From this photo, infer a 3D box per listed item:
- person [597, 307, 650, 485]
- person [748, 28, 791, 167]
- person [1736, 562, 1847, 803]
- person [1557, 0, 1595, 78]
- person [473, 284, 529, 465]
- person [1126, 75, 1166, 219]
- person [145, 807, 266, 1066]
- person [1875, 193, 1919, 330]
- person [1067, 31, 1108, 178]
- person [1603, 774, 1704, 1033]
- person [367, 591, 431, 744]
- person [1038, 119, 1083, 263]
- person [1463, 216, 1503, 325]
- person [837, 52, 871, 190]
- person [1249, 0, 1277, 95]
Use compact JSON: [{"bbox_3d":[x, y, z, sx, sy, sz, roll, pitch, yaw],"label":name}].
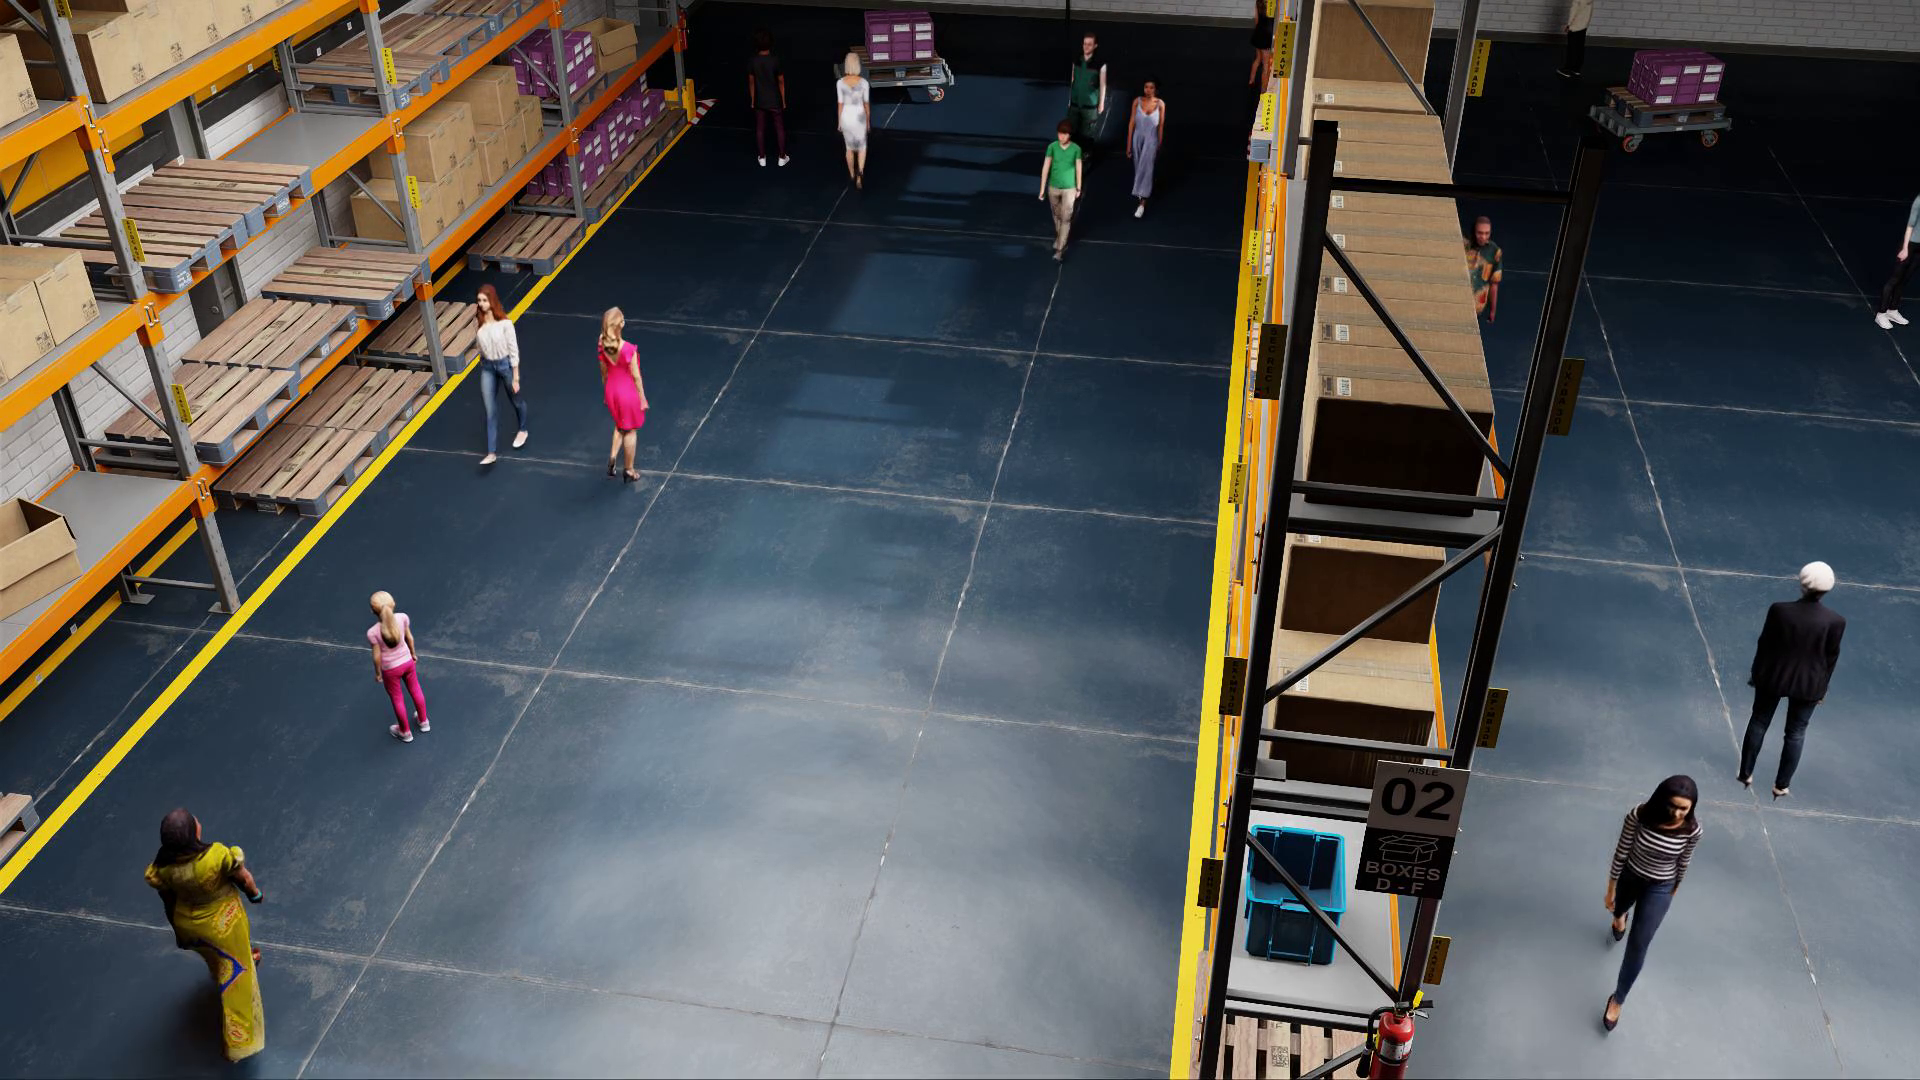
[{"bbox_3d":[-3.055,-1.238,14.819,0.705,1.718,0.808,18,38,25],"label":"person"},{"bbox_3d":[-2.488,-5.728,21.512,0.659,1.786,0.642,0,34,-1],"label":"person"},{"bbox_3d":[5.374,0.917,10.668,0.802,1.778,0.721,20,38,27],"label":"person"},{"bbox_3d":[9.193,-7.637,24.685,0.645,1.452,0.694,-19,38,-26],"label":"person"},{"bbox_3d":[-4.206,-1.595,15.375,0.594,1.697,1.021,6,34,8],"label":"person"},{"bbox_3d":[2.274,-4.859,20.325,0.683,1.652,1.174,10,35,15],"label":"person"},{"bbox_3d":[-4.319,2.289,9.608,0.918,1.611,1.273,-2,34,-3],"label":"person"},{"bbox_3d":[10.080,-3.093,17.586,0.670,1.743,0.702,-13,36,-19],"label":"person"},{"bbox_3d":[1.612,-5.600,21.269,0.807,1.841,0.875,20,38,27],"label":"person"},{"bbox_3d":[4.055,2.013,9.900,0.770,1.748,1.199,13,36,19],"label":"person"},{"bbox_3d":[-4.068,0.893,12.017,0.638,1.271,0.570,28,42,35],"label":"person"},{"bbox_3d":[1.182,-4.077,19.189,0.645,1.608,1.104,8,35,12],"label":"person"},{"bbox_3d":[5.008,-2.378,16.499,0.827,1.756,1.243,0,34,1],"label":"person"},{"bbox_3d":[-1.322,-5.169,20.716,0.641,1.736,0.878,1,34,1],"label":"person"},{"bbox_3d":[4.364,-7.200,23.833,0.880,1.668,0.817,-21,39,-29],"label":"person"}]
